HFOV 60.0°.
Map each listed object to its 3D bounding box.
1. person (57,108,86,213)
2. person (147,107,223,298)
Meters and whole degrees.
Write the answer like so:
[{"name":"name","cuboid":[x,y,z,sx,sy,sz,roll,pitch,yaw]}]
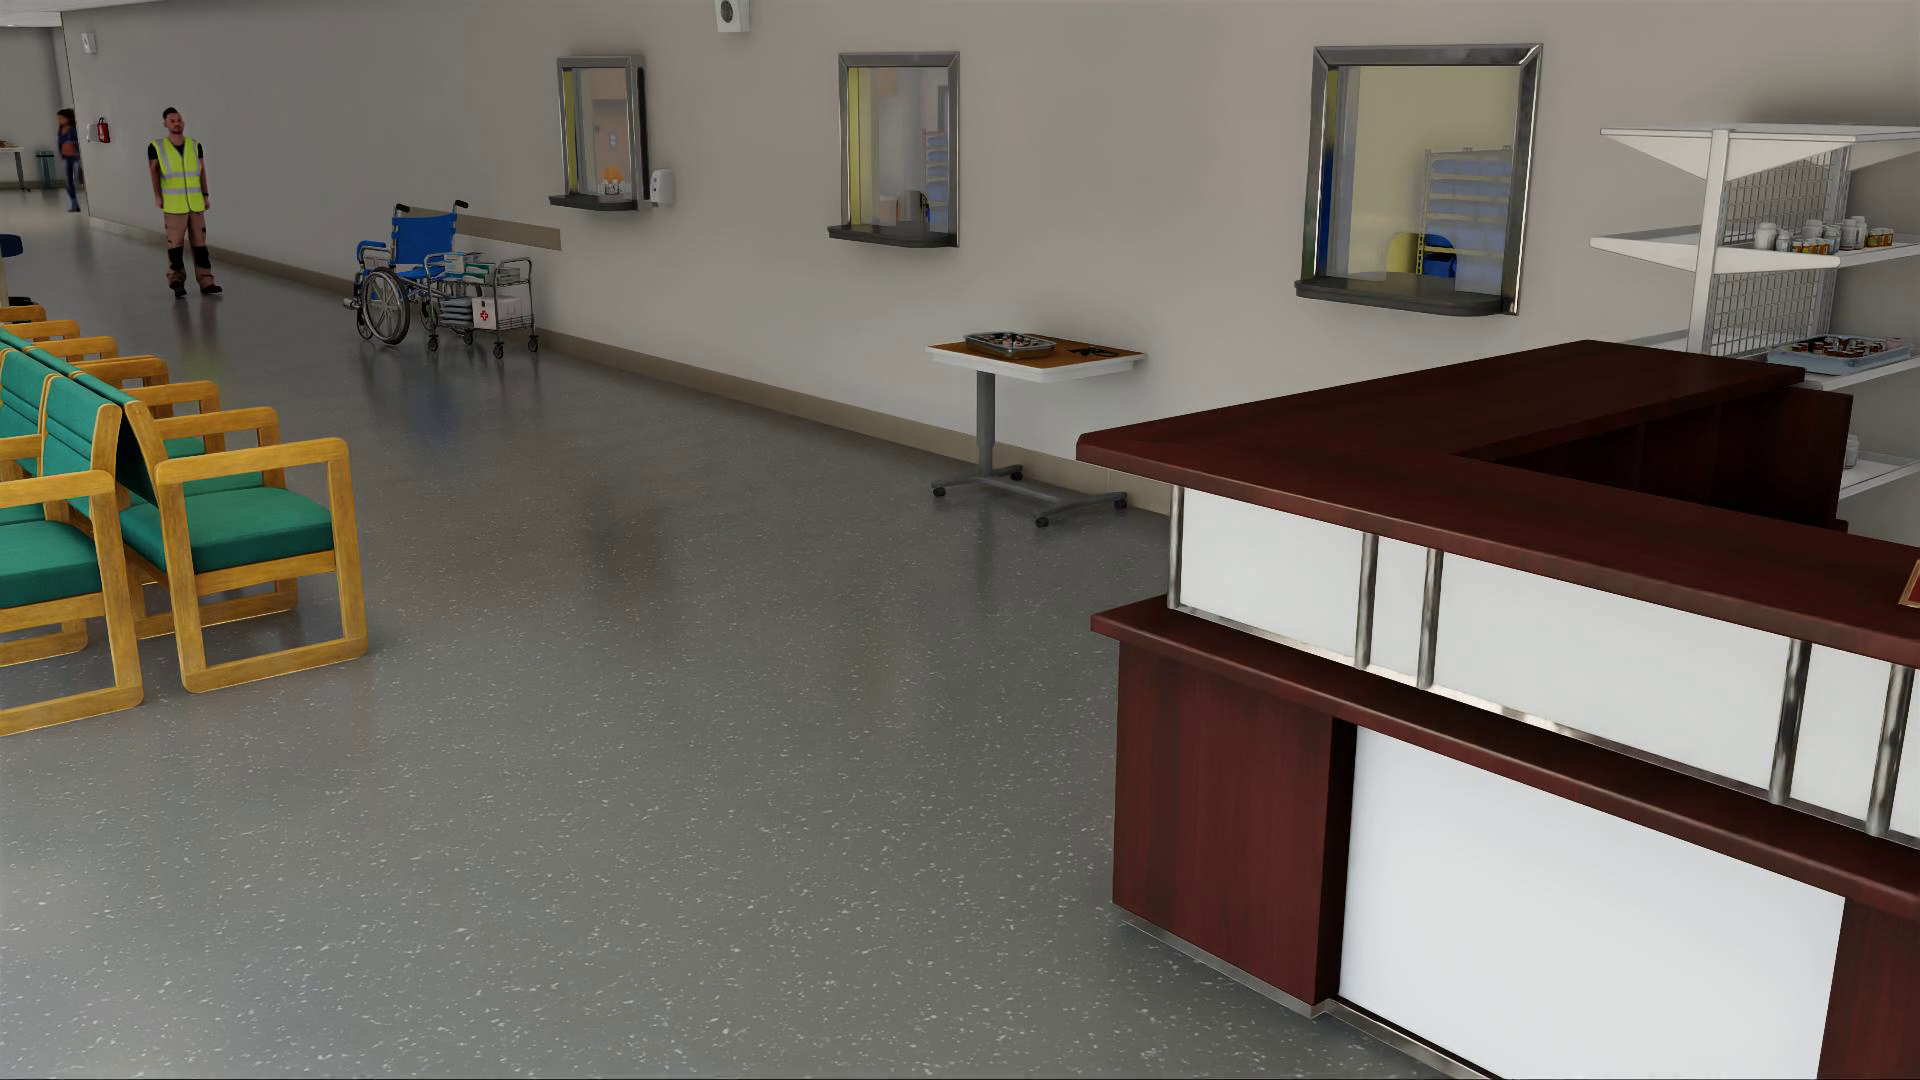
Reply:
[{"name":"person","cuboid":[-14.045,-6.017,26.409,0.885,1.606,0.968,3,16,11]},{"name":"person","cuboid":[-7.737,-3.367,16.565,0.773,1.847,0.671,15,22,42]}]
